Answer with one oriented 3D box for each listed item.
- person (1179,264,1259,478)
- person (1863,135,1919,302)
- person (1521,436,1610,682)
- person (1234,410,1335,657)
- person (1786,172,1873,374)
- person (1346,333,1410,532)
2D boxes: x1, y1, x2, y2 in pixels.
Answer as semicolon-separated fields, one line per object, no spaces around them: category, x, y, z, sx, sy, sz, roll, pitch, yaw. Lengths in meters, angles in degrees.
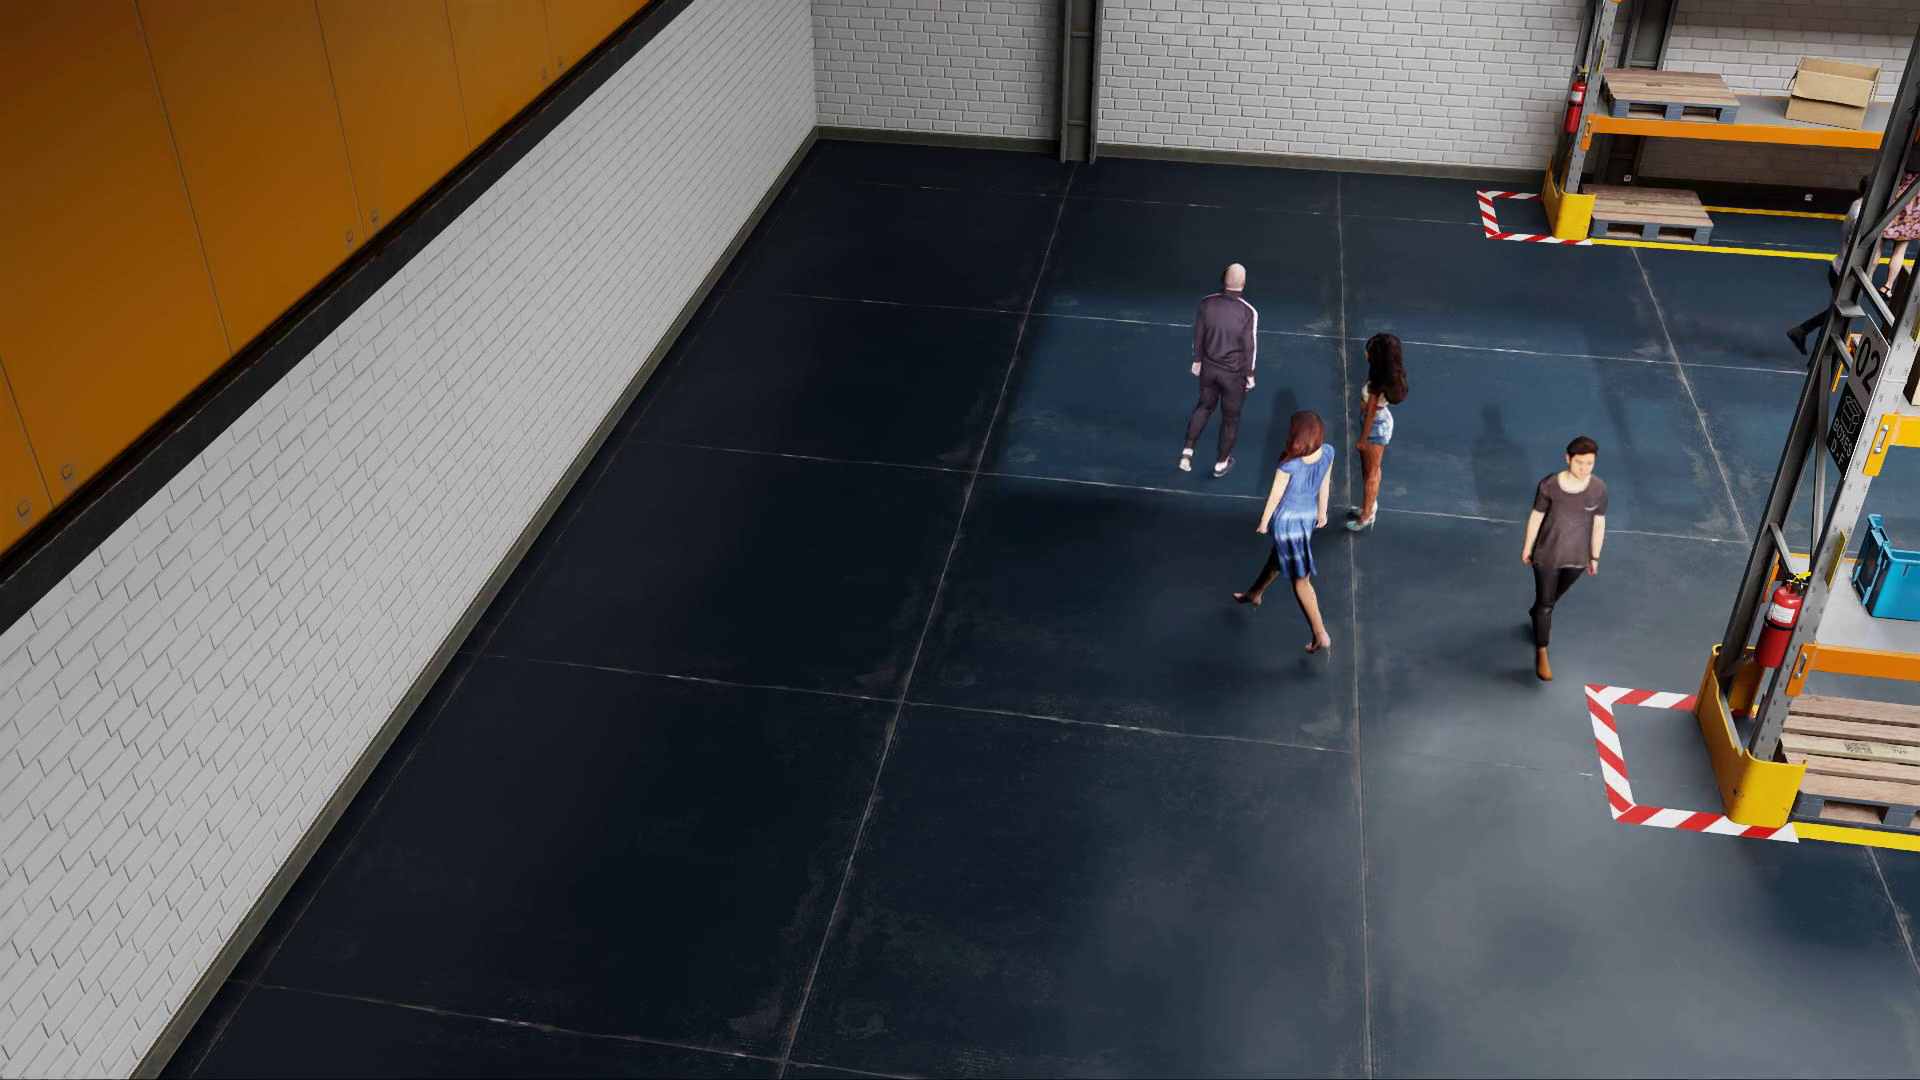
person;2.014;-1.249;12.984;0.931;1.820;0.939;21;39;29
person;8.985;-3.139;15.868;0.864;1.773;0.795;-26;42;-33
person;4.042;0.025;11.193;1.003;1.680;0.766;3;34;4
person;2.303;-0.007;11.173;1.107;1.755;1.215;-24;41;-32
person;7.704;-2.348;14.608;0.873;1.851;0.791;15;37;22
person;3.112;-0.808;12.502;0.591;1.619;0.575;9;35;13
